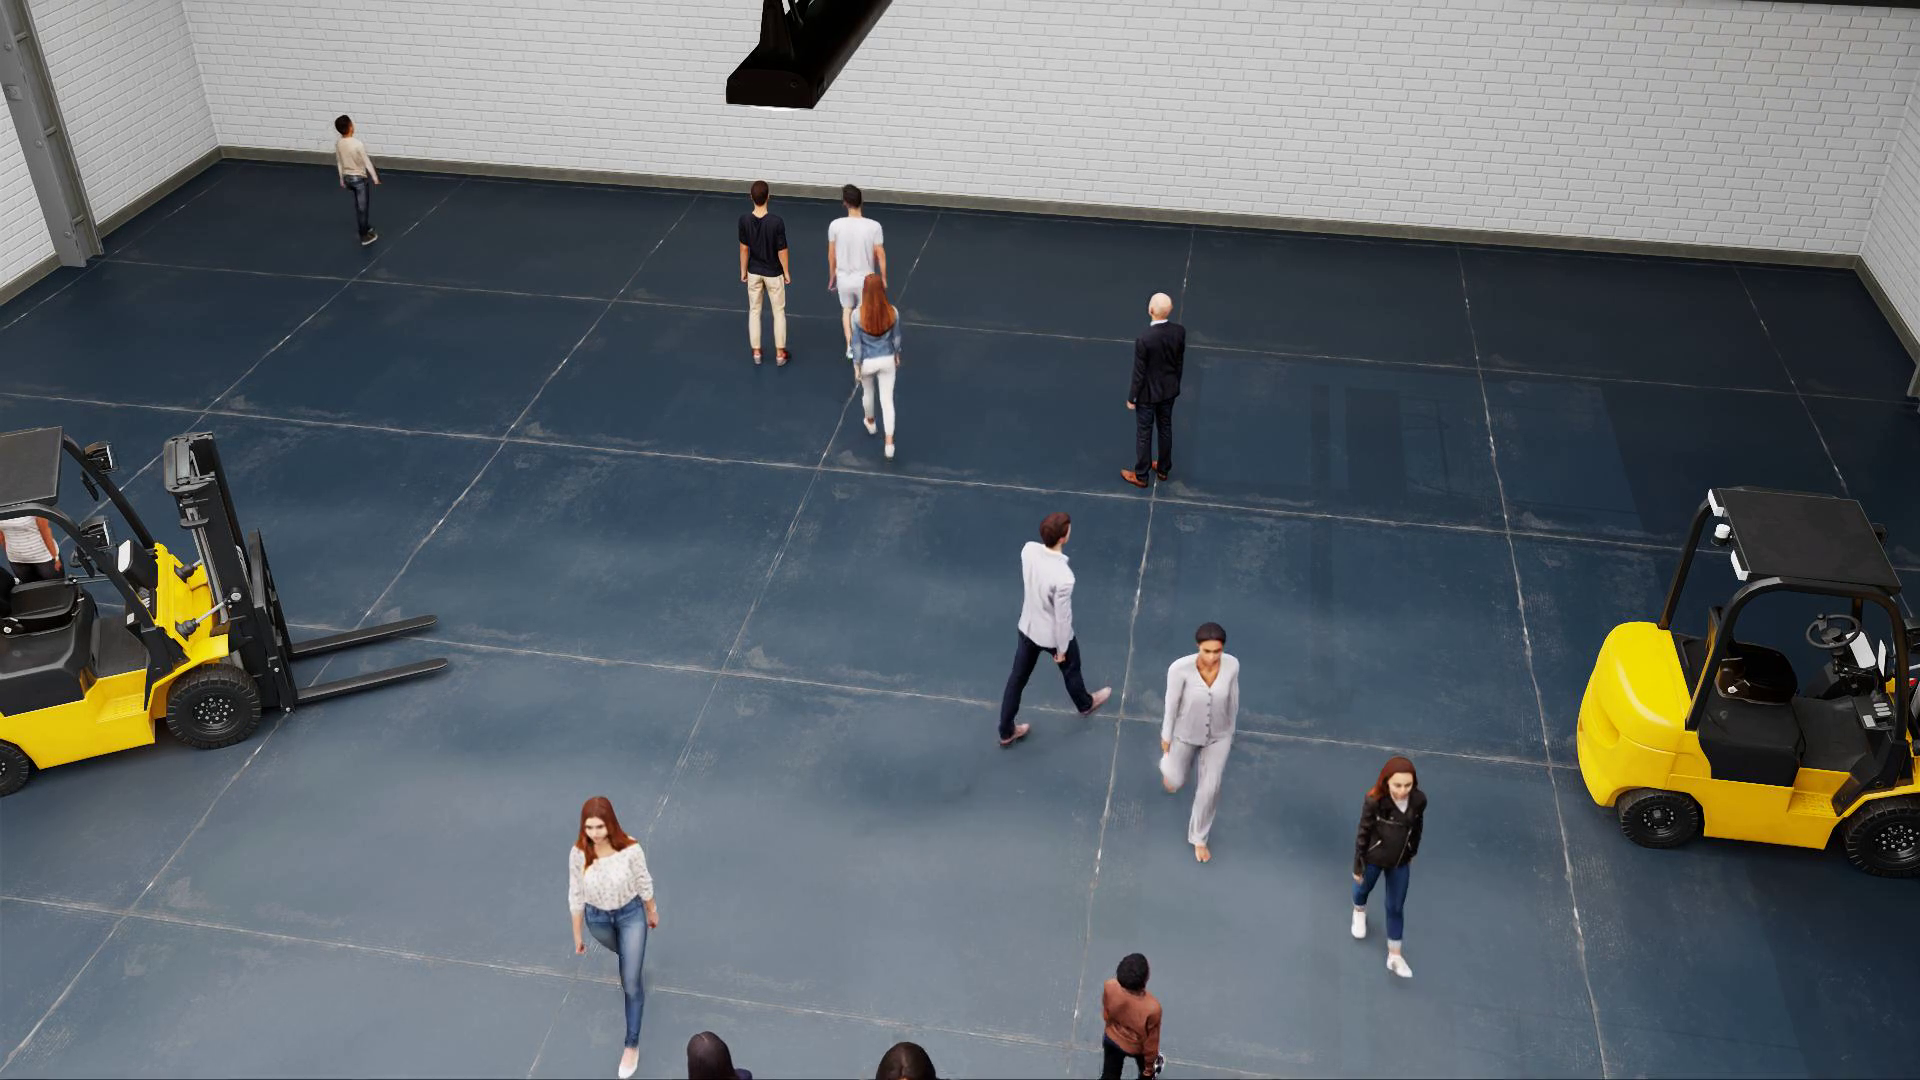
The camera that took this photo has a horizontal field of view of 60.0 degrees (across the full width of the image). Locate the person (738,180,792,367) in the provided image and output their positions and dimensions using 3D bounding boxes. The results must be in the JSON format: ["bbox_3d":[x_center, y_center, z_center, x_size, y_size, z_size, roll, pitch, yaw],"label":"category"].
[{"bbox_3d":[-1.892,-2.594,16.179,0.629,1.852,0.537,5,34,8],"label":"person"}]

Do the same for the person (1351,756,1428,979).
[{"bbox_3d":[2.502,1.824,9.892,0.698,1.454,0.933,-3,34,-4],"label":"person"}]

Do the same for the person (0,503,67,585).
[{"bbox_3d":[-6.860,0.093,12.326,0.567,1.642,0.513,3,34,5],"label":"person"}]

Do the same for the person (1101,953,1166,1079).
[{"bbox_3d":[0.852,2.691,8.800,0.756,1.219,0.961,20,39,28],"label":"person"}]

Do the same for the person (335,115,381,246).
[{"bbox_3d":[-6.820,-4.011,18.674,0.604,1.450,0.663,13,36,19],"label":"person"}]

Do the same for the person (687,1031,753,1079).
[{"bbox_3d":[-1.125,2.967,7.890,0.635,1.767,0.712,-26,41,-33],"label":"person"}]

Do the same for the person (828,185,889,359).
[{"bbox_3d":[-1.015,-2.474,16.014,0.756,1.834,0.664,2,34,2],"label":"person"}]

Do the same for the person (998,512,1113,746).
[{"bbox_3d":[0.512,0.644,11.351,1.261,1.803,1.149,-25,41,-33],"label":"person"}]

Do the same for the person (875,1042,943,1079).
[{"bbox_3d":[-0.241,2.964,7.844,0.782,1.823,0.998,-2,34,-3],"label":"person"}]

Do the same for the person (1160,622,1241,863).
[{"bbox_3d":[1.508,1.181,10.625,0.797,1.713,1.067,-3,34,-4],"label":"person"}]

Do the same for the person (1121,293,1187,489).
[{"bbox_3d":[1.677,-1.285,14.256,0.766,1.801,0.804,-17,37,-24],"label":"person"}]

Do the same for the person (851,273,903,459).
[{"bbox_3d":[-0.708,-1.505,14.709,0.893,1.665,1.208,-6,34,-9],"label":"person"}]

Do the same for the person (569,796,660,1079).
[{"bbox_3d":[-1.926,2.058,9.336,0.728,1.679,1.181,0,34,1],"label":"person"}]
